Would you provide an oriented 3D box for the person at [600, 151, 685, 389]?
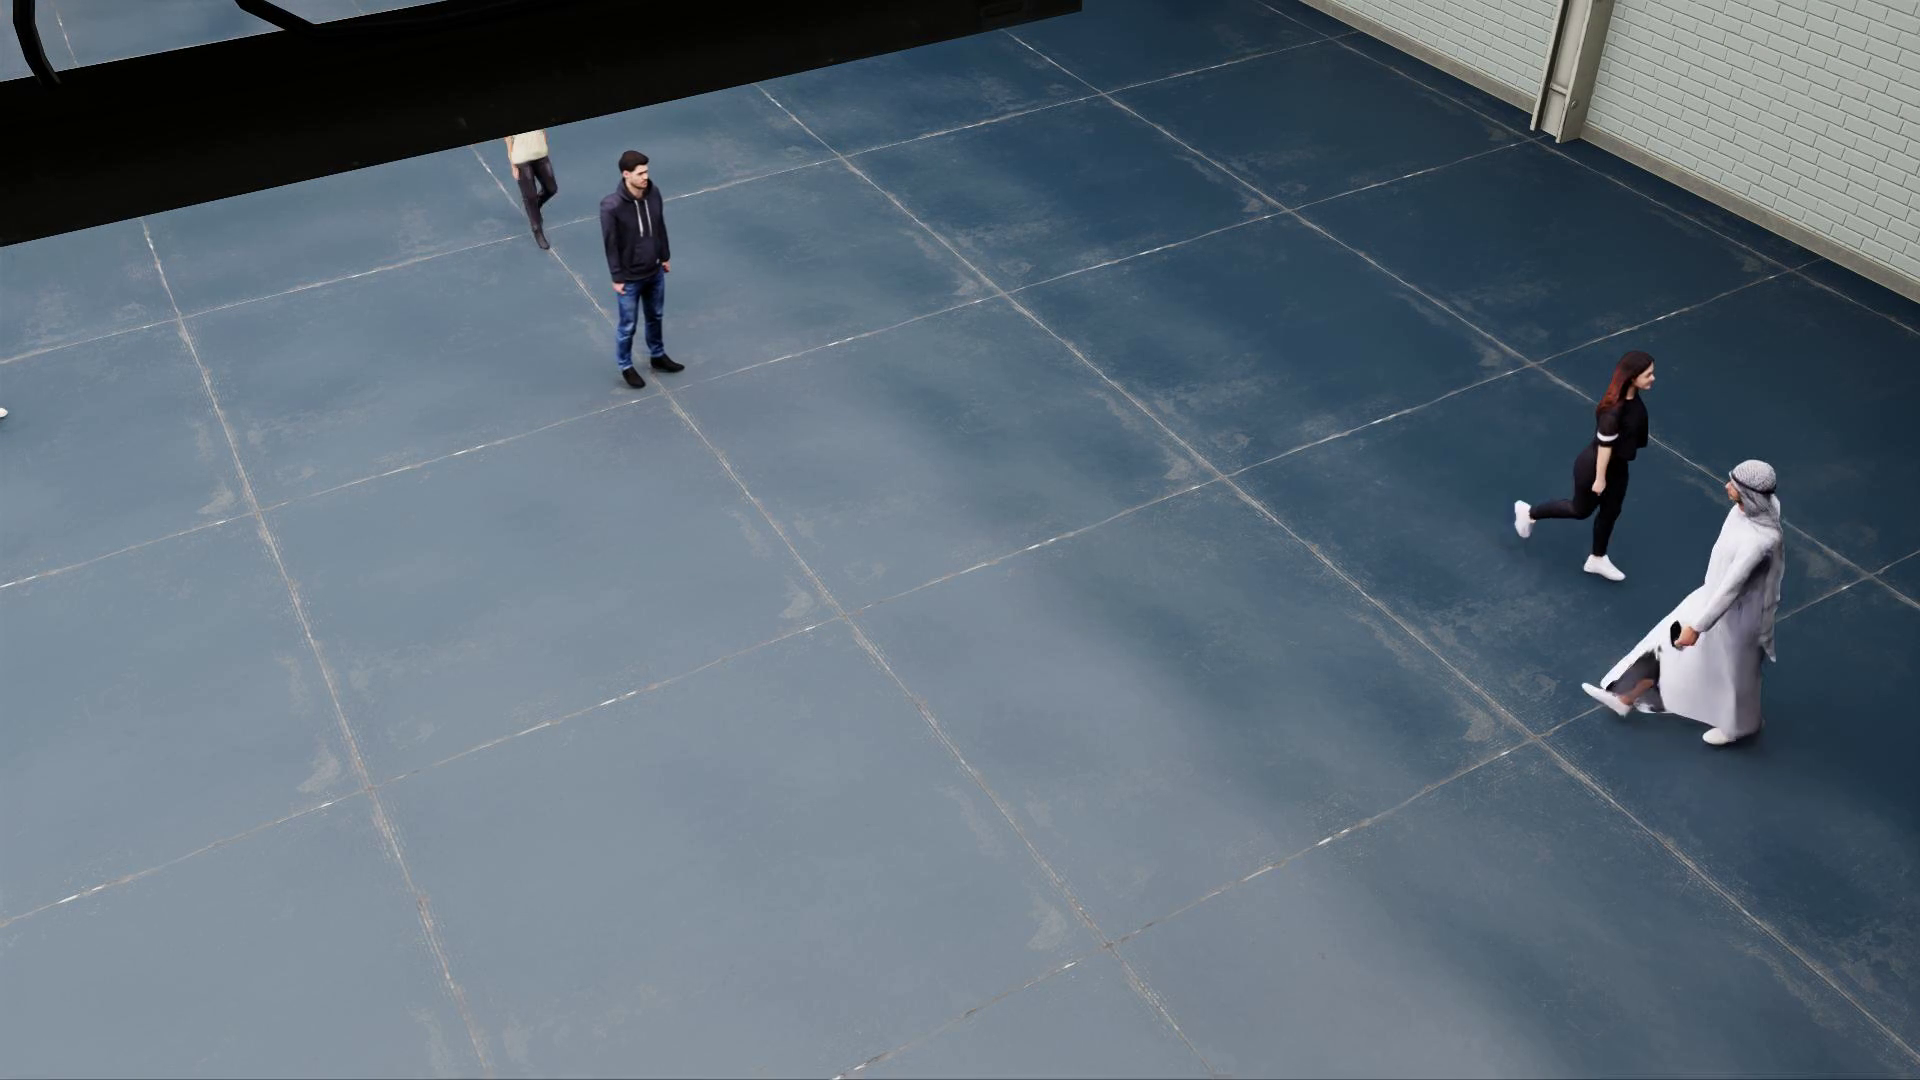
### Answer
[{"bbox_3d":[-2.374,-1.999,12.212,0.740,1.881,0.698,-31,47,-33],"label":"person"}]

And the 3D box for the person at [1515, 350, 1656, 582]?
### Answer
[{"bbox_3d":[3.987,-0.491,10.497,1.098,1.620,0.850,24,44,28],"label":"person"}]

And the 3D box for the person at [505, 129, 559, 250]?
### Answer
[{"bbox_3d":[-3.678,-3.240,14.045,0.666,1.577,0.742,-30,47,-33],"label":"person"}]

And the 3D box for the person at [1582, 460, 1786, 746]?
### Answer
[{"bbox_3d":[4.325,0.397,9.154,1.264,1.877,1.279,3,38,4],"label":"person"}]
